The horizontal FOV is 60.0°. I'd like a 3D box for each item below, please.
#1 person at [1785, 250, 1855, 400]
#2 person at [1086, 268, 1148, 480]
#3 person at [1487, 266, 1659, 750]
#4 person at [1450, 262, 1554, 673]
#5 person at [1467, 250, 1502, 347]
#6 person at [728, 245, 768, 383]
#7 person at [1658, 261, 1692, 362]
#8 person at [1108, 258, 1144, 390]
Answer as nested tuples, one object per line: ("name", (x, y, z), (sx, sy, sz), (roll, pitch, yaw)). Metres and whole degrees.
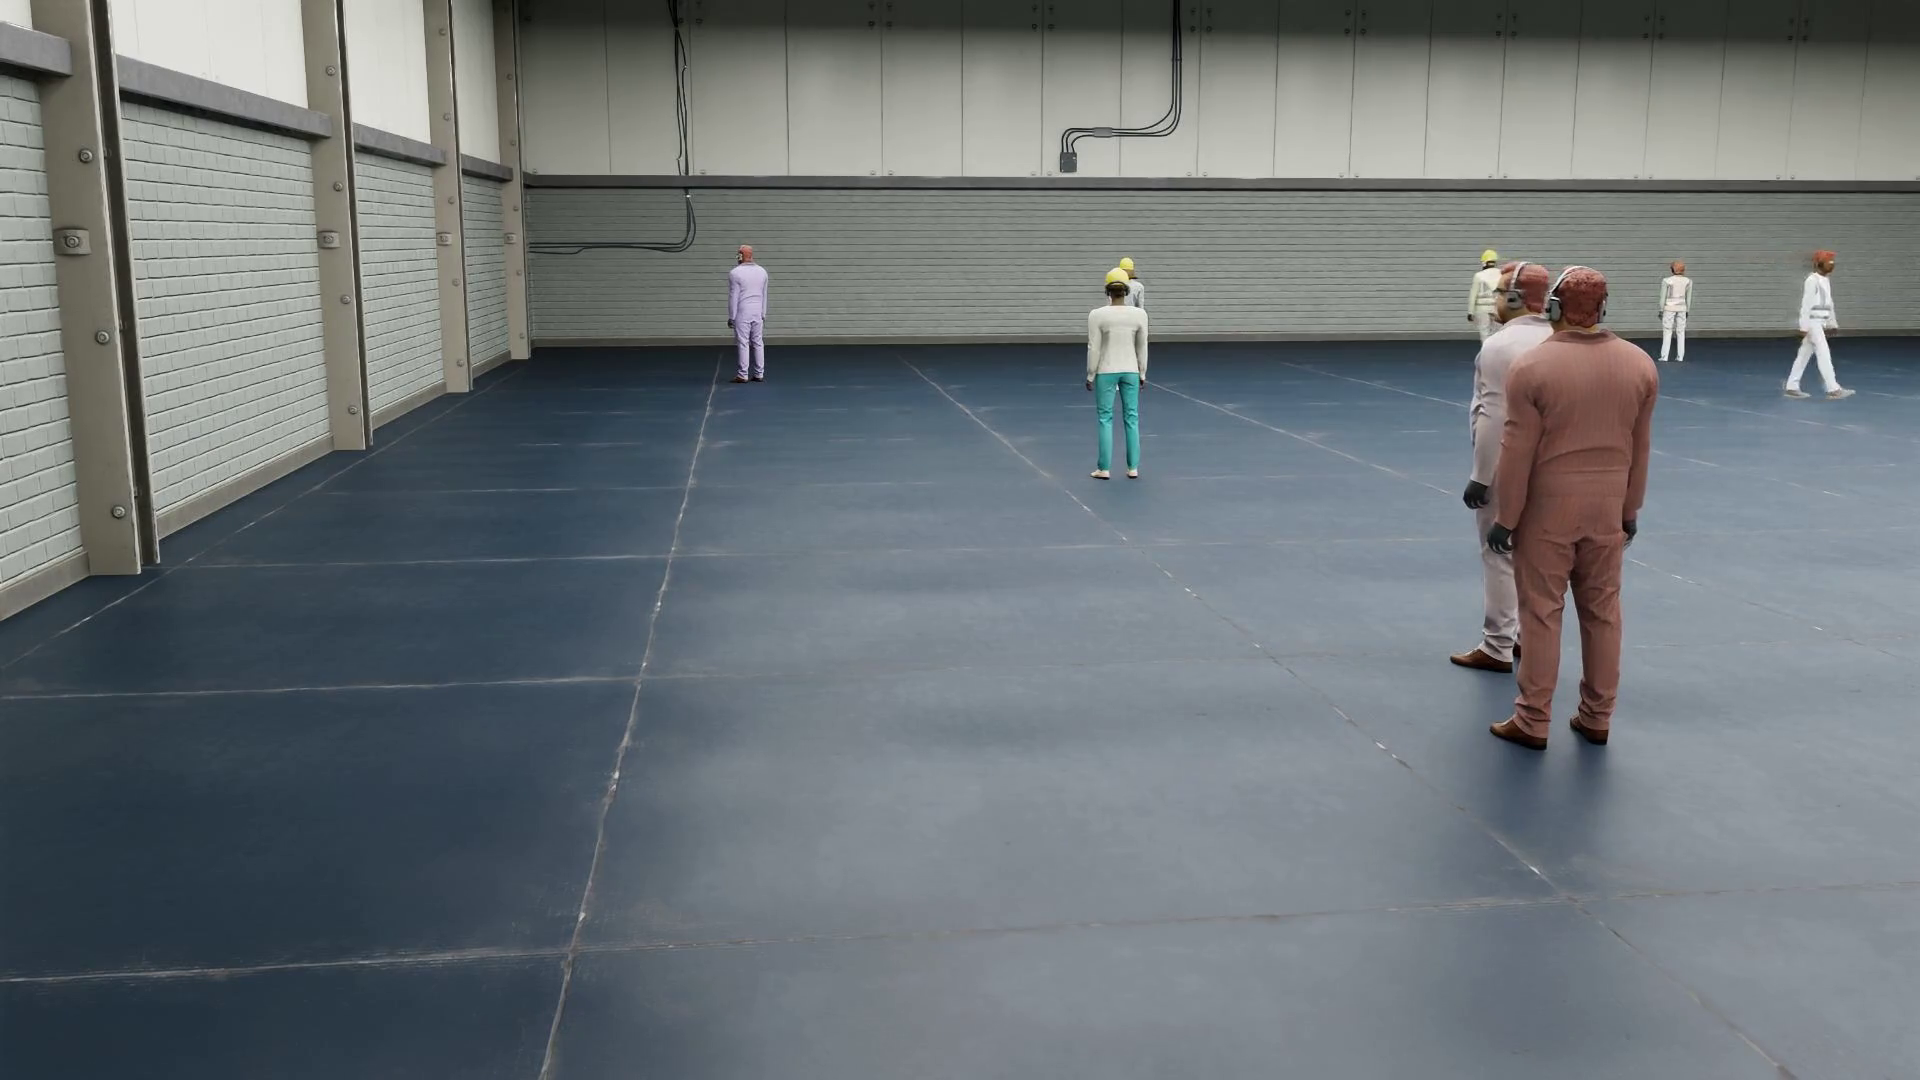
("person", (10.784, -2.659, 20.693), (0.917, 1.848, 0.580), (8, 13, 39))
("person", (1.307, -1.384, 13.919), (0.534, 1.766, 0.310), (-2, 11, -13))
("person", (2.395, -0.119, 6.592), (0.636, 1.911, 0.406), (-2, 11, -11))
("person", (2.583, -0.337, 7.789), (0.654, 1.905, 0.408), (-8, 13, -36))
("person", (8.112, -3.572, 25.759), (0.620, 1.815, 0.610), (-3, 11, -16))
("person", (-2.970, -3.134, 23.115), (0.410, 1.911, 0.643), (10, 14, 43))
("person", (11.620, -3.709, 27.037), (0.509, 1.629, 0.315), (-1, 10, -3))
("person", (2.194, -2.861, 22.077), (0.487, 1.744, 0.297), (-1, 10, -7))
